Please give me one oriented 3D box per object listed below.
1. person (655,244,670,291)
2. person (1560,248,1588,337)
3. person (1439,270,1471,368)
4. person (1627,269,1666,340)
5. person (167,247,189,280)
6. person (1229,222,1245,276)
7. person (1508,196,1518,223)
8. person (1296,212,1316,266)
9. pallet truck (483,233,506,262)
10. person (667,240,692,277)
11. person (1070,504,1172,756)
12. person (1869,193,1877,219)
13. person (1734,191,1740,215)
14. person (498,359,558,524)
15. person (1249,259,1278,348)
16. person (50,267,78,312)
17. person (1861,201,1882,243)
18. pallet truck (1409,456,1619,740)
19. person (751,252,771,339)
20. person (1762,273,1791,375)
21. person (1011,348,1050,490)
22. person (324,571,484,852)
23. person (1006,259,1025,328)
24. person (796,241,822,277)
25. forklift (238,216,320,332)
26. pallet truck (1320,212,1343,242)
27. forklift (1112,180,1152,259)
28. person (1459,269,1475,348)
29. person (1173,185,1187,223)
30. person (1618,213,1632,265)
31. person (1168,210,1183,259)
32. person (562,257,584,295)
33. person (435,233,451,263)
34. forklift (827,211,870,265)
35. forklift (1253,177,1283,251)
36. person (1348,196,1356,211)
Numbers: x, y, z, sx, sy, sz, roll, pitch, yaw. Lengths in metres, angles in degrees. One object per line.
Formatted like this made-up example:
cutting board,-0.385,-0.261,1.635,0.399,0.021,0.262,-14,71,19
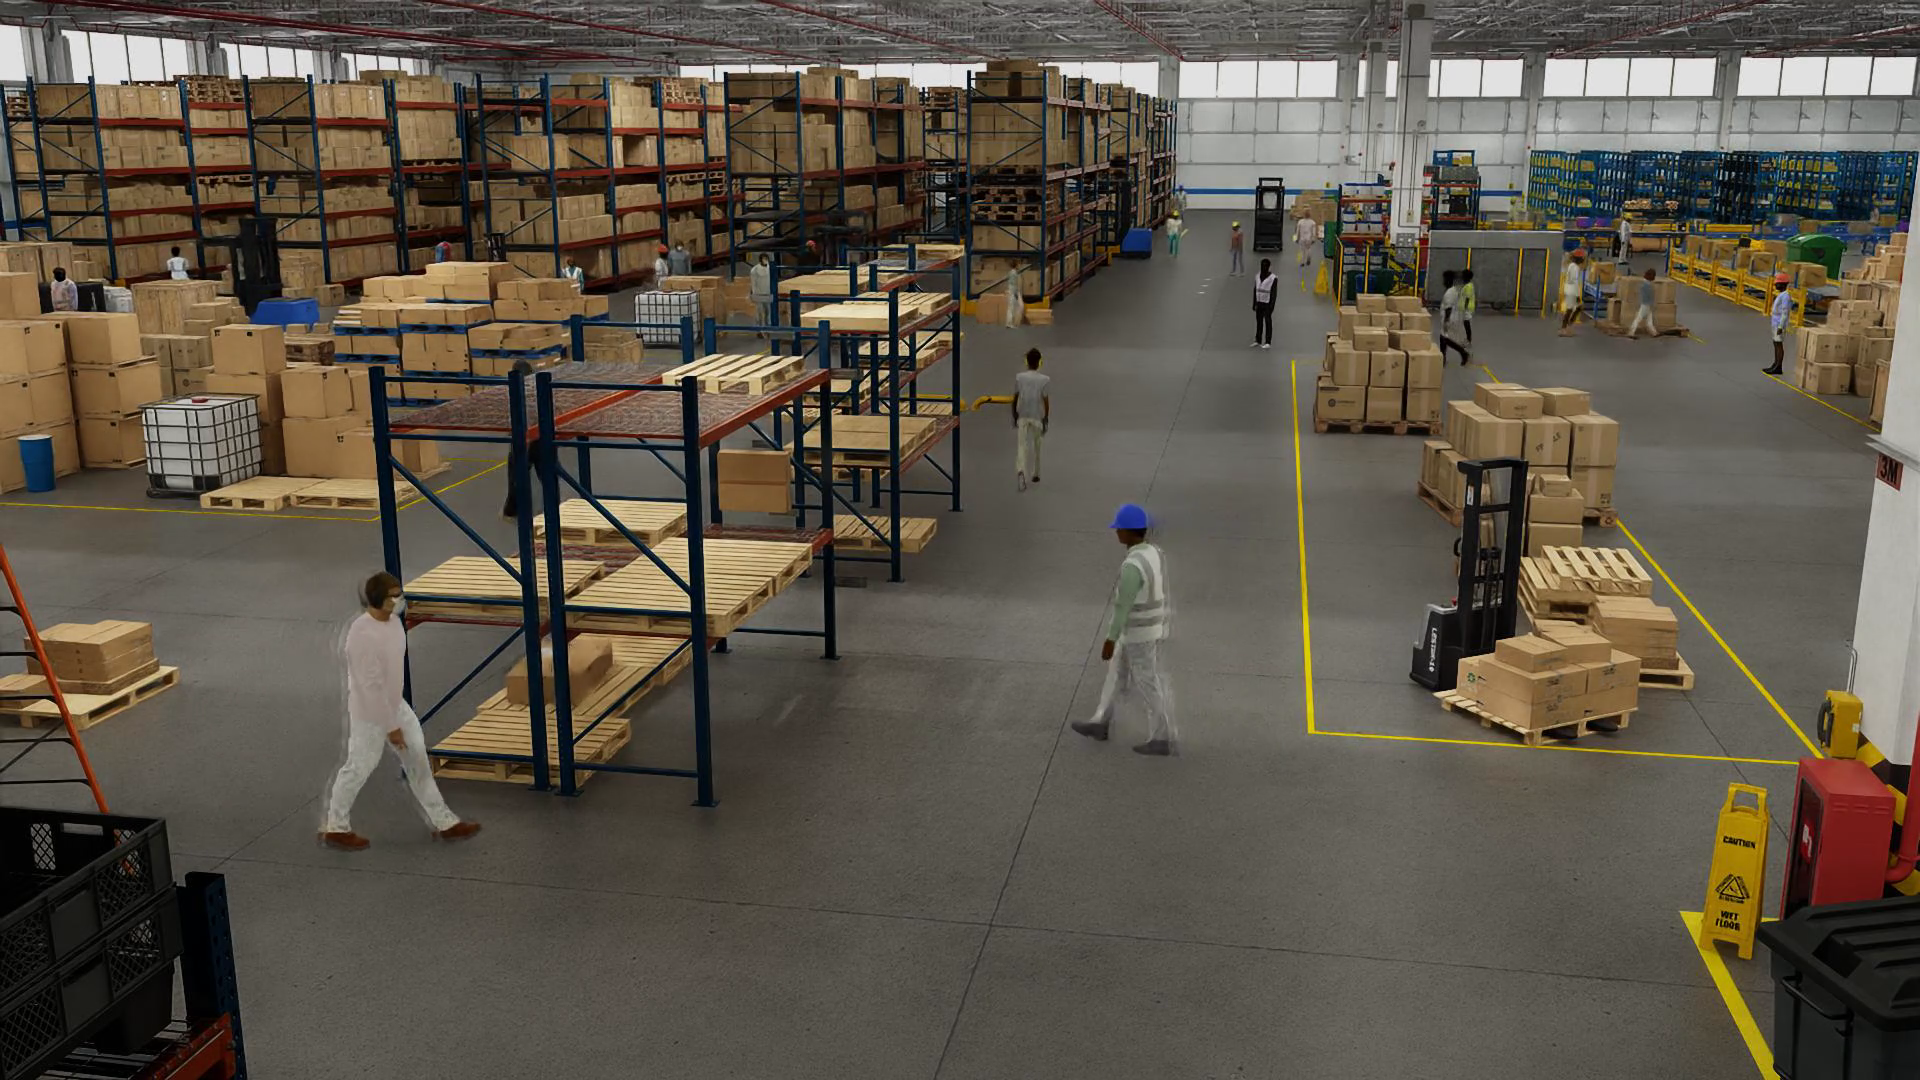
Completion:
person,-7.331,-6.320,40.909,0.976,1.895,0.559,2,14,8
person,13.939,-5.597,37.684,0.566,2.022,0.647,5,15,18
person,9.685,-4.342,32.752,0.701,1.950,0.626,4,14,14
person,15.423,-5.262,37.214,0.859,1.582,0.528,2,14,8
person,-20.375,-6.817,43.408,0.523,1.654,0.903,-7,16,-27
person,8.978,-9.389,53.701,0.421,1.725,0.565,-4,14,-15
person,24.140,-14.136,72.791,0.636,1.808,0.633,3,14,11
person,12.028,-10.484,57.896,0.662,1.852,1.006,3,14,11
pallet truck,-11.832,-7.026,43.548,1.885,1.965,0.823,8,16,28
person,-7.153,-6.711,42.506,0.648,1.880,1.009,-4,14,-15
person,1.206,0.668,12.485,0.926,1.906,0.636,4,14,14
person,43.086,-15.673,78.655,0.375,1.997,0.612,-4,14,-15
person,37.326,-16.003,79.899,0.372,2.042,0.615,2,14,7
person,-5.121,-1.166,19.666,0.700,2.000,0.954,-12,18,-41
person,6.576,-5.107,35.919,0.392,1.919,0.592,-12,18,-41
person,-18.696,-4.775,34.729,0.621,1.845,0.430,5,15,21
person,38.045,-13.231,69.288,0.795,1.739,0.532,5,15,19
pallet truck,4.504,0.400,13.395,0.823,1.965,1.885,-6,15,-23
person,-4.418,-5.532,37.604,0.630,1.940,0.371,-11,18,-38
person,15.749,-4.159,32.028,0.366,1.935,0.552,4,14,17
person,0.917,-1.595,21.812,0.517,1.846,0.844,1,14,6
person,-3.695,1.121,10.730,1.040,1.879,0.641,2,14,7
person,1.339,-5.843,39.500,0.557,1.623,0.513,4,14,16
person,-3.693,-6.450,41.320,0.741,1.931,0.895,6,15,23
forklift,-14.775,-5.456,35.356,1.873,2.768,1.129,3,14,10
pallet truck,15.874,-13.227,70.310,0.680,1.201,1.601,10,17,35
forklift,6.082,-11.722,60.796,1.873,2.768,1.129,2,14,9
person,10.990,-5.021,36.042,0.319,1.688,0.535,3,14,12
person,11.191,-17.066,84.511,0.681,1.894,0.842,0,14,0
person,23.230,-10.509,58.063,0.403,1.820,0.601,8,16,31
person,7.878,-11.184,60.916,0.538,1.751,0.414,1,14,5
person,-9.344,-6.018,40.210,0.522,1.631,0.317,-1,14,-2
person,-14.413,-7.640,46.391,0.429,1.836,0.634,3,14,10
forklift,-2.524,-6.095,37.948,1.129,2.768,1.873,3,14,10
forklift,12.083,-12.747,64.956,1.129,2.768,1.873,3,14,10
person,19.603,-16.549,82.936,0.521,1.645,0.307,2,14,8
